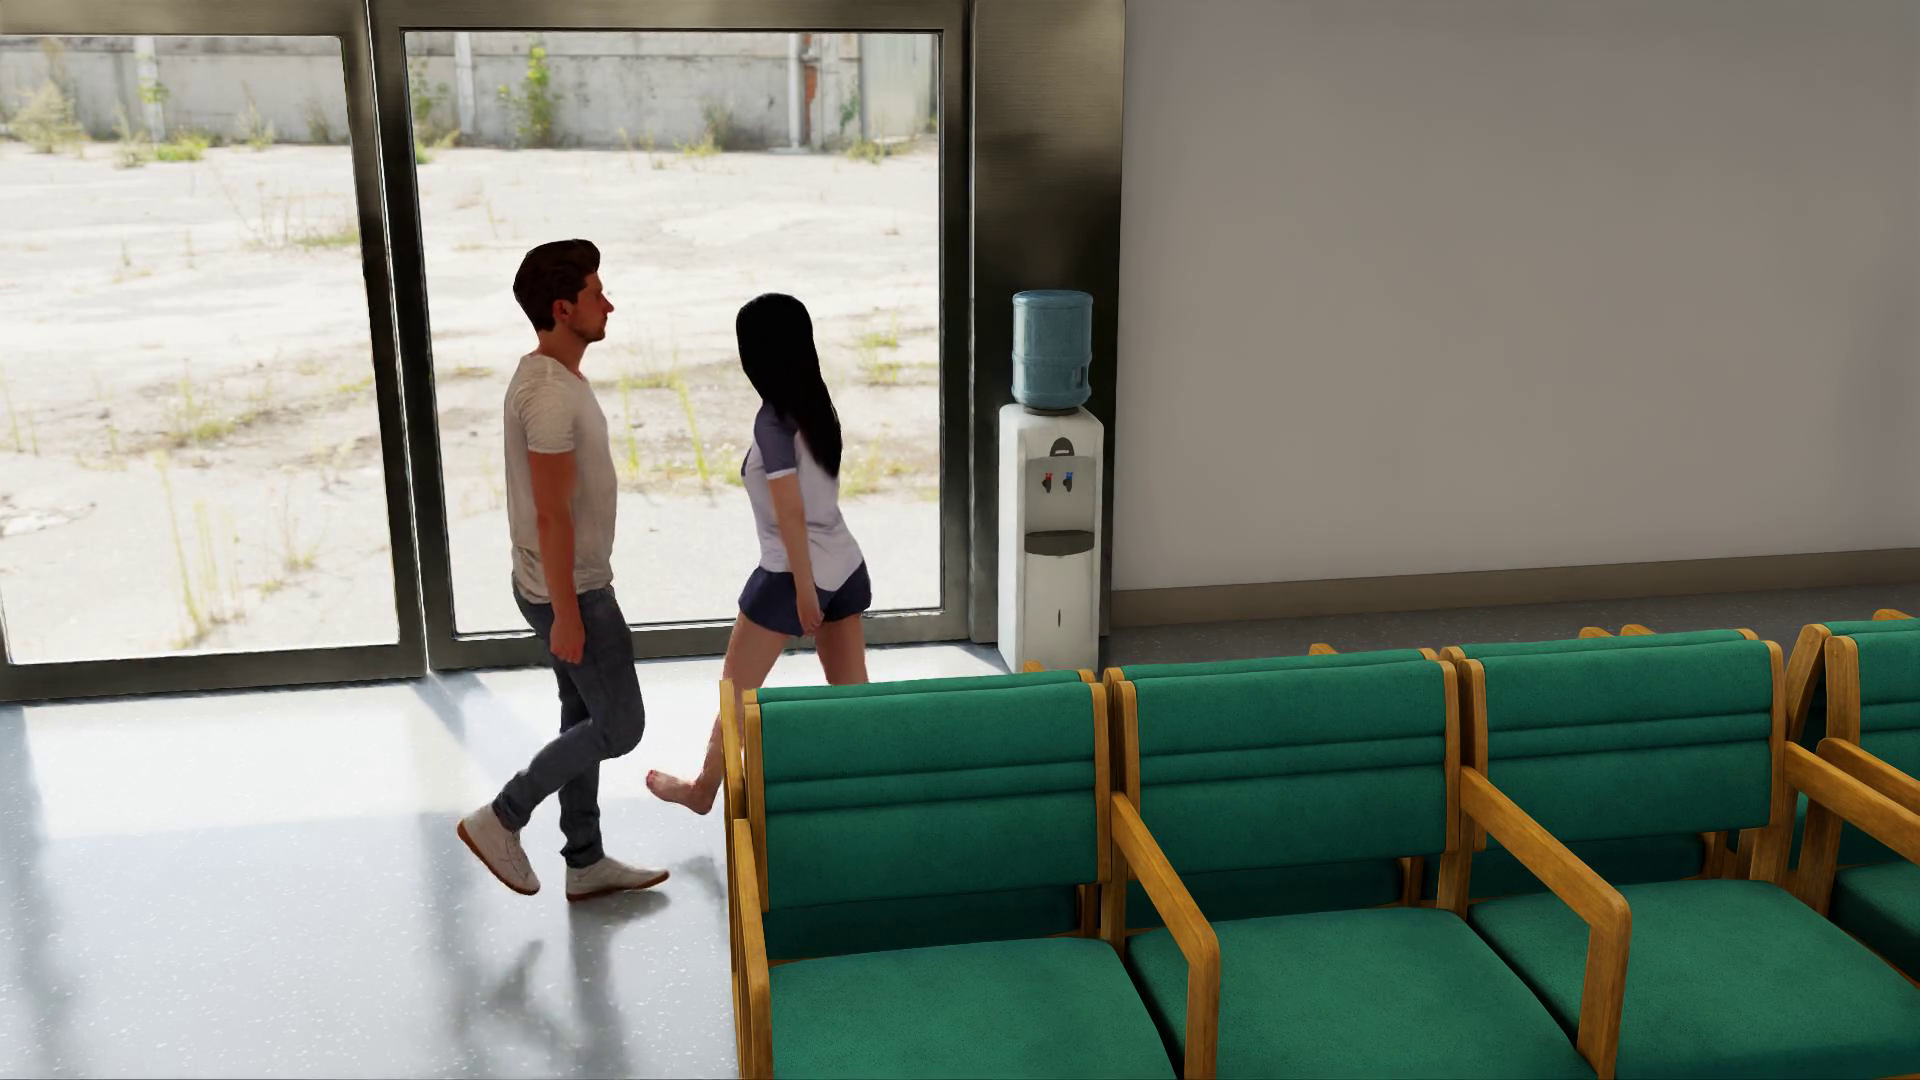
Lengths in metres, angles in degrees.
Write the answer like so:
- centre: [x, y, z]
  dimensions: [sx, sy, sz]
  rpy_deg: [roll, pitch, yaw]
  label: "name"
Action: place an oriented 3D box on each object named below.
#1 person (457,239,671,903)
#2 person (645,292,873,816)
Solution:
- centre: [-1.146, 0.142, 4.527]
  dimensions: [0.766, 1.885, 0.747]
  rpy_deg: [-4, 16, -12]
  label: "person"
- centre: [-0.384, 0.140, 4.950]
  dimensions: [0.990, 1.659, 1.090]
  rpy_deg: [4, 16, 15]
  label: "person"
